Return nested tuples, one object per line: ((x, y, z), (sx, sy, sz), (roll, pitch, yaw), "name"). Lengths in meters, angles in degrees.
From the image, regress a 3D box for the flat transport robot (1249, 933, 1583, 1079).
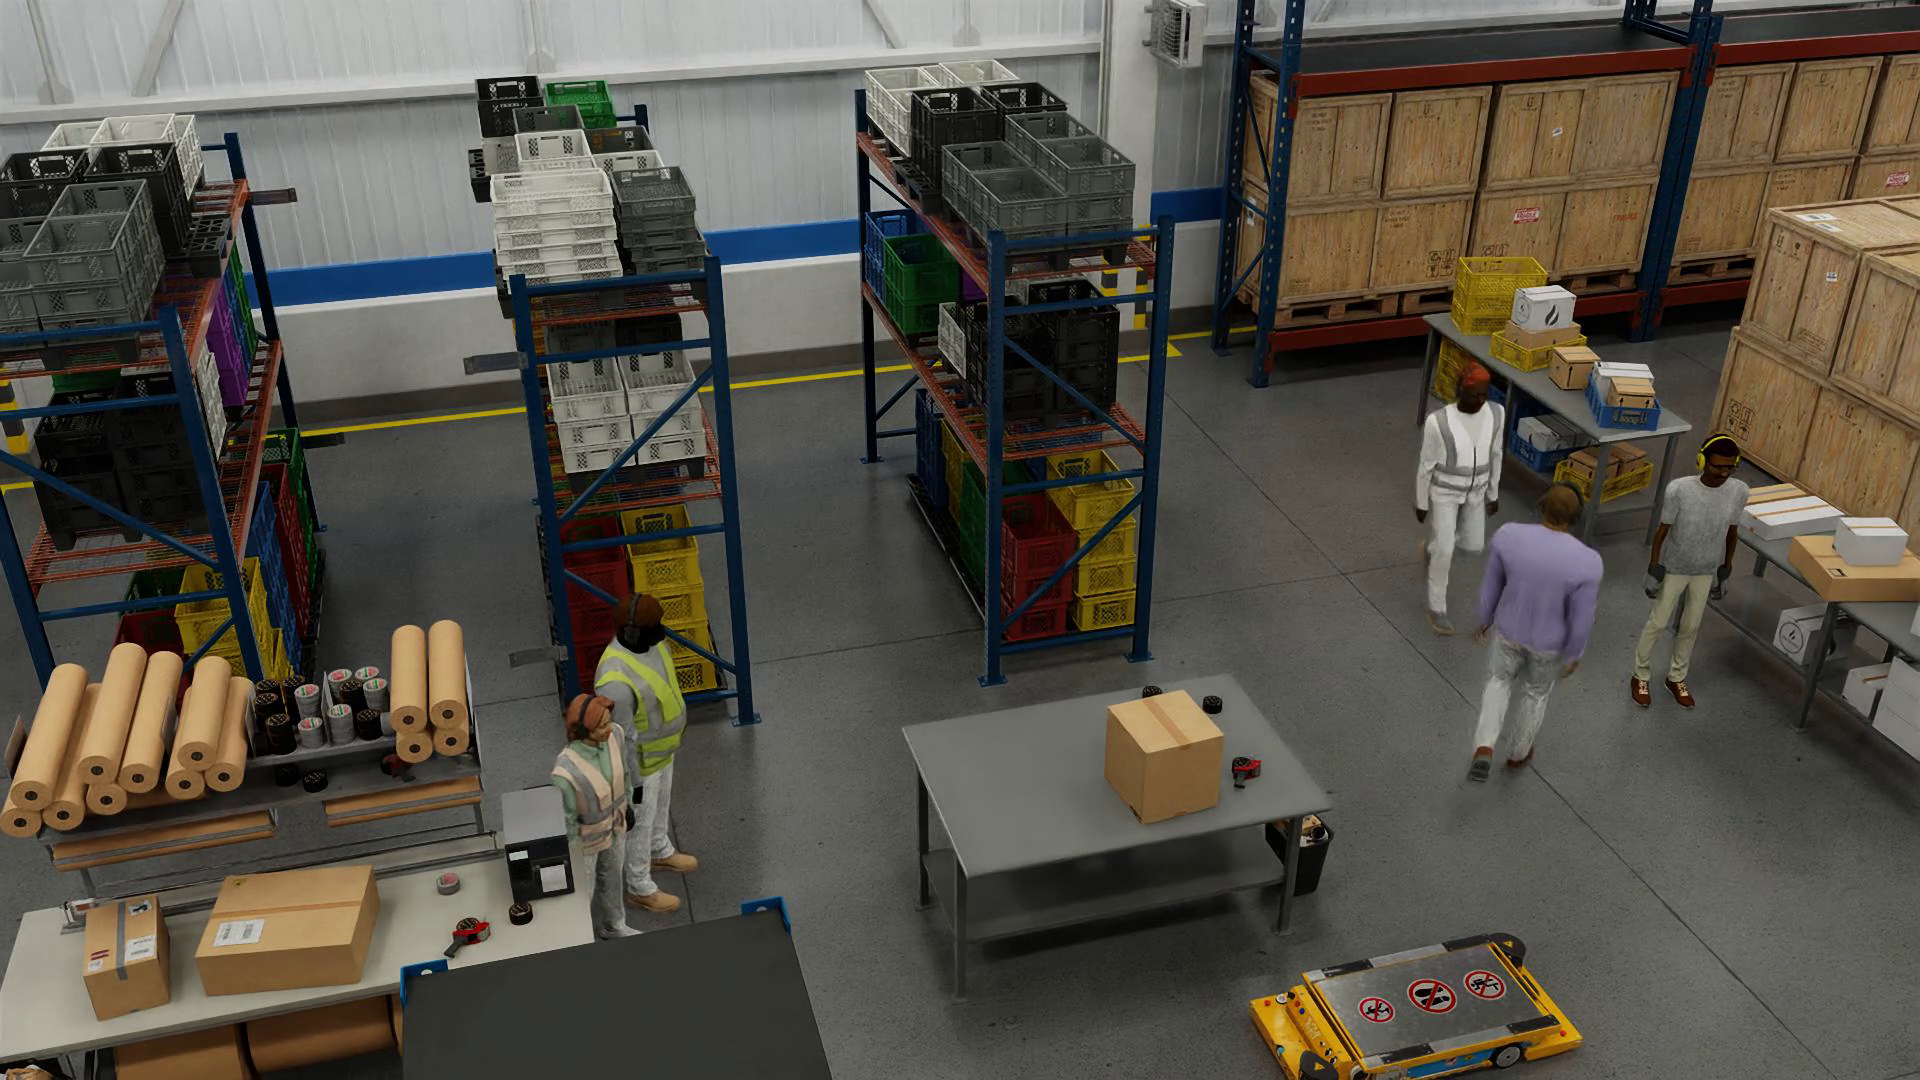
((2.184, 2.282, 7.980), (1.431, 0.197, 0.652), (-8, 30, -14), "flat transport robot")

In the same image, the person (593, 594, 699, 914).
((-1.611, 1.077, 8.567), (0.429, 1.836, 0.631), (4, 29, 7), "person")

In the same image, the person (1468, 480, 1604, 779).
((3.223, 0.555, 9.418), (0.644, 1.921, 0.601), (19, 34, 30), "person")

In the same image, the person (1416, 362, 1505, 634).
((3.290, -0.328, 11.073), (0.590, 1.864, 0.659), (-8, 30, -13), "person")

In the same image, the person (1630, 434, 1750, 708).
((4.449, 0.193, 10.148), (0.510, 1.862, 0.322), (1, 29, 2), "person")

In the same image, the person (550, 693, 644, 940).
((-1.772, 1.436, 8.127), (0.324, 1.628, 0.527), (14, 32, 23), "person")
